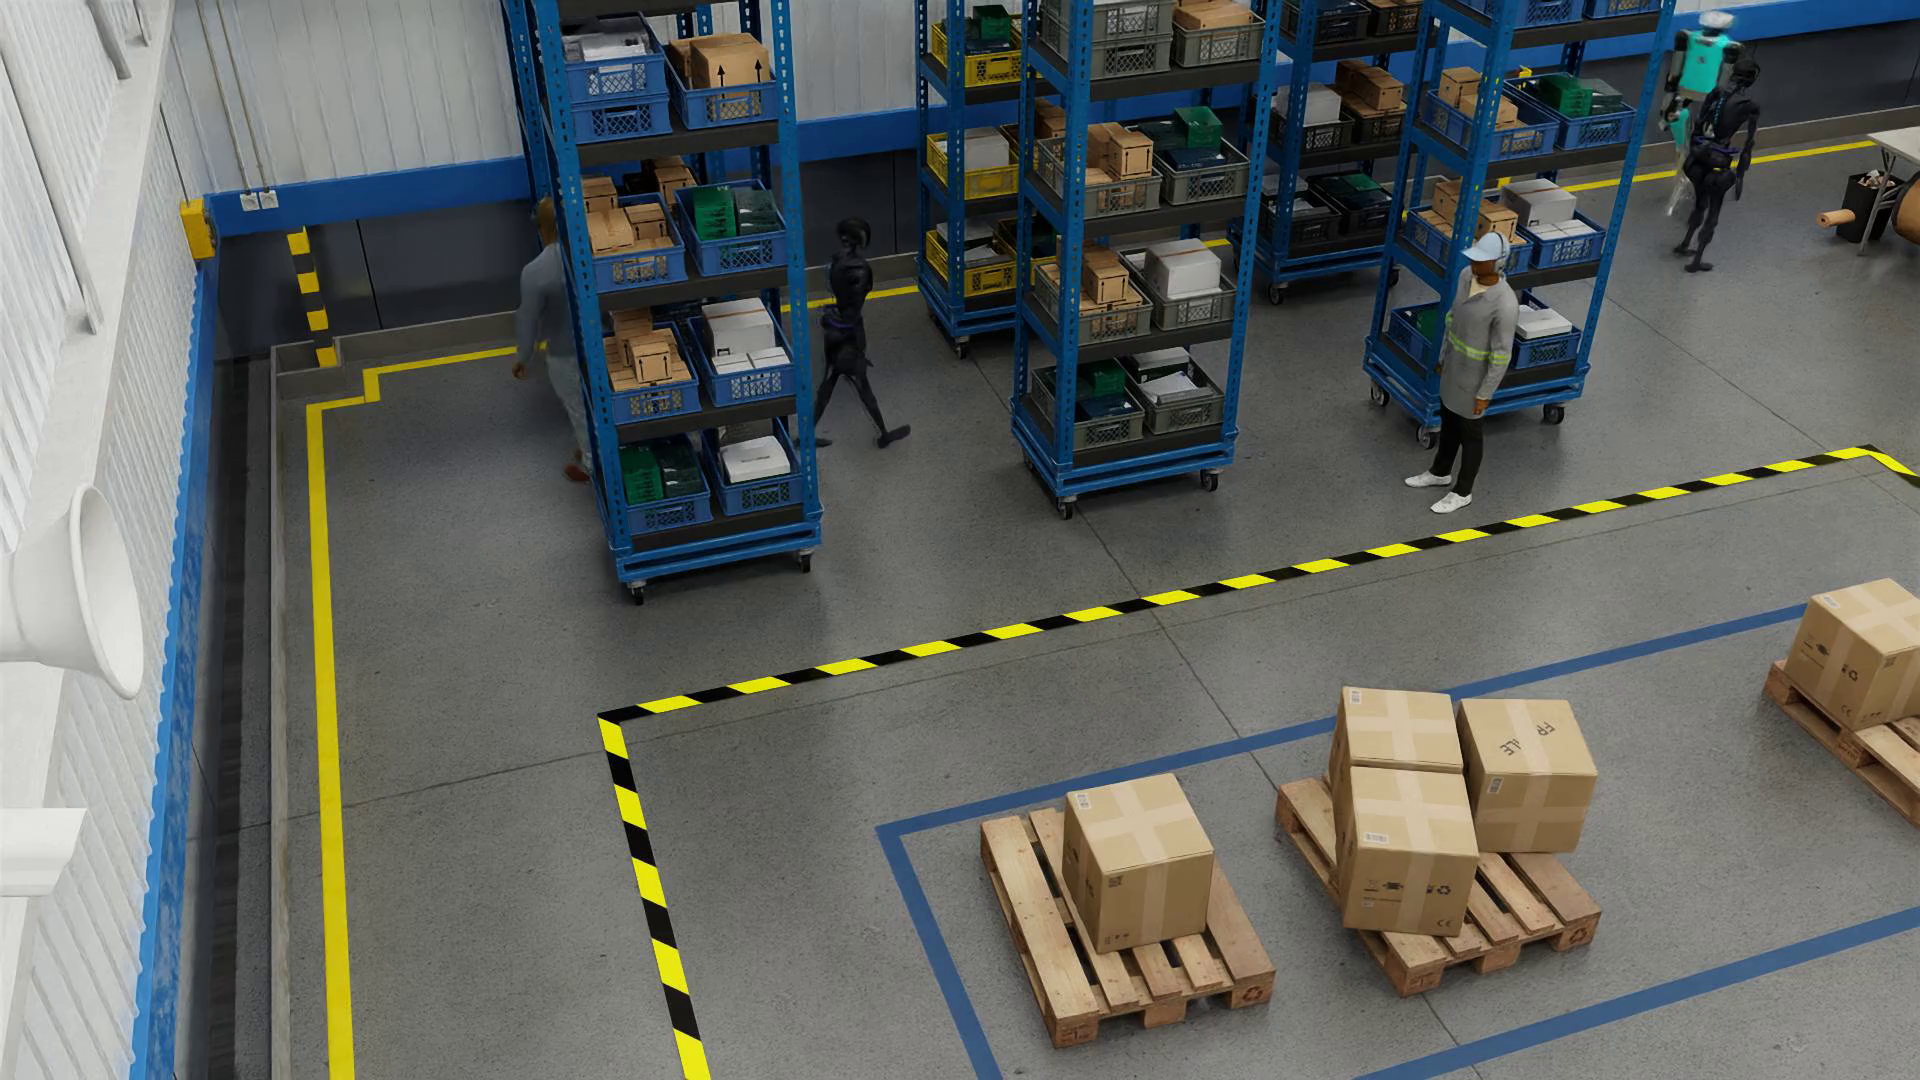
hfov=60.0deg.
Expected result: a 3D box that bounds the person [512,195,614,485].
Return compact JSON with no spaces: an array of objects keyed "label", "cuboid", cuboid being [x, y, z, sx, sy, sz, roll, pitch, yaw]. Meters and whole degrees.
[{"label":"person","cuboid":[-2.445,-1.204,10.335,0.483,1.911,0.655,14,37,19]}]

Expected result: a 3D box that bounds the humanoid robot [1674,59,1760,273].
[{"label":"humanoid robot","cuboid":[5.893,-2.948,13.016,0.376,1.637,0.609,-15,38,-21]}]

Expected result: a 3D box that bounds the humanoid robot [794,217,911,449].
[{"label":"humanoid robot","cuboid":[-0.725,-1.313,10.727,0.771,1.624,0.602,-9,36,-12]}]

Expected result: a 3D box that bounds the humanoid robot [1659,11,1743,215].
[{"label":"humanoid robot","cuboid":[6.193,-3.555,13.908,0.530,1.855,0.838,27,43,33]}]

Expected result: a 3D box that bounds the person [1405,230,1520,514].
[{"label":"person","cuboid":[3.081,-1.025,10.135,0.369,1.852,0.591,-9,36,-13]}]
